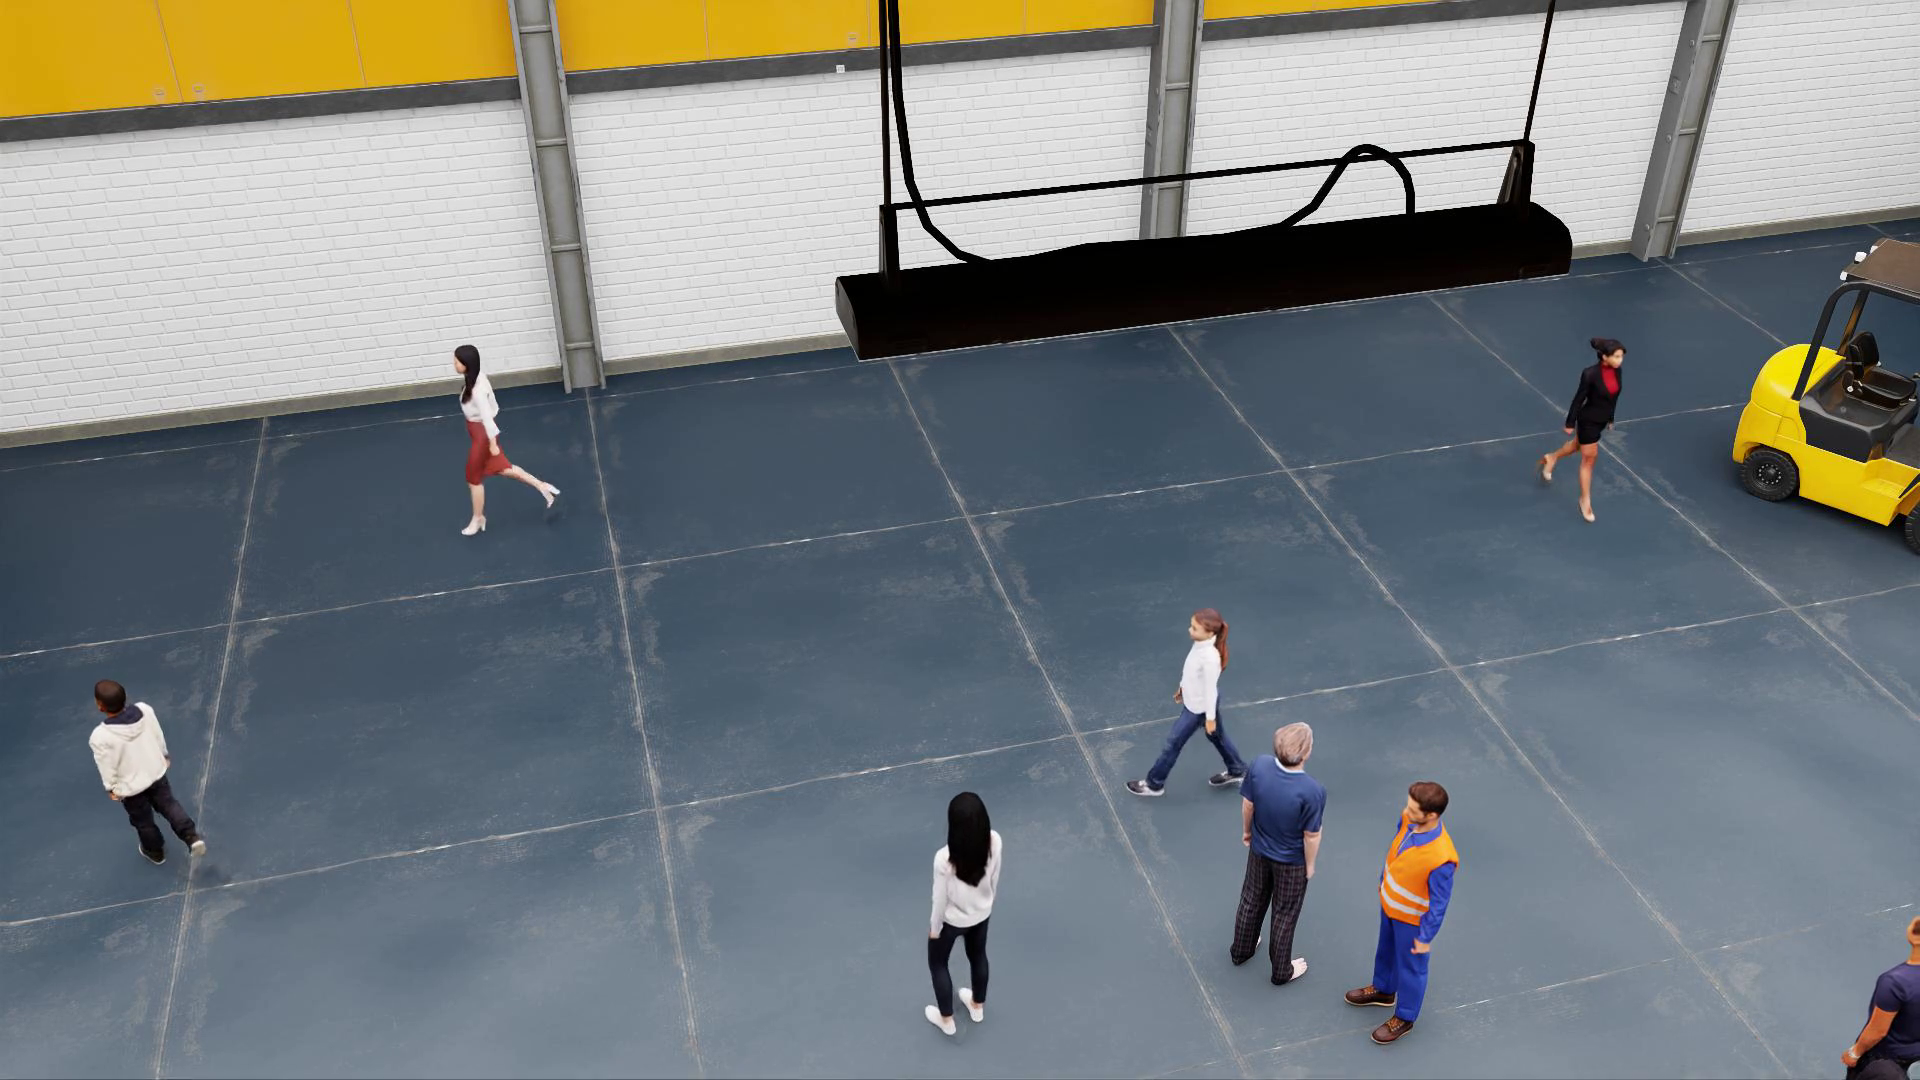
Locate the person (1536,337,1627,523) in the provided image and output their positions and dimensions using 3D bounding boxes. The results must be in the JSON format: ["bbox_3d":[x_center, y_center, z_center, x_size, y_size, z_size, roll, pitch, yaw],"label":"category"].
[{"bbox_3d":[5.290,-1.000,14.139,1.011,1.603,0.778,-17,37,-24],"label":"person"}]

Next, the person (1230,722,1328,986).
[{"bbox_3d":[1.856,1.807,9.674,0.738,1.871,0.742,26,41,33],"label":"person"}]

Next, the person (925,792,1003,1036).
[{"bbox_3d":[0.032,2.114,9.366,0.602,1.699,0.762,-22,39,-29],"label":"person"}]

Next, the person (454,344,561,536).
[{"bbox_3d":[-3.839,-0.824,13.766,1.095,1.722,0.667,-11,35,-15],"label":"person"}]

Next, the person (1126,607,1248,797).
[{"bbox_3d":[1.683,1.095,11.067,1.116,1.514,0.705,-2,34,-2],"label":"person"}]

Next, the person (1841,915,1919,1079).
[{"bbox_3d":[4.790,2.596,8.559,0.478,1.790,0.725,-11,35,-16],"label":"person"}]

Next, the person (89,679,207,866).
[{"bbox_3d":[-5.145,1.507,10.512,0.892,1.443,0.840,19,38,26],"label":"person"}]

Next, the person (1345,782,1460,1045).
[{"bbox_3d":[2.517,2.053,9.315,0.584,1.858,0.677,-9,35,-13],"label":"person"}]
